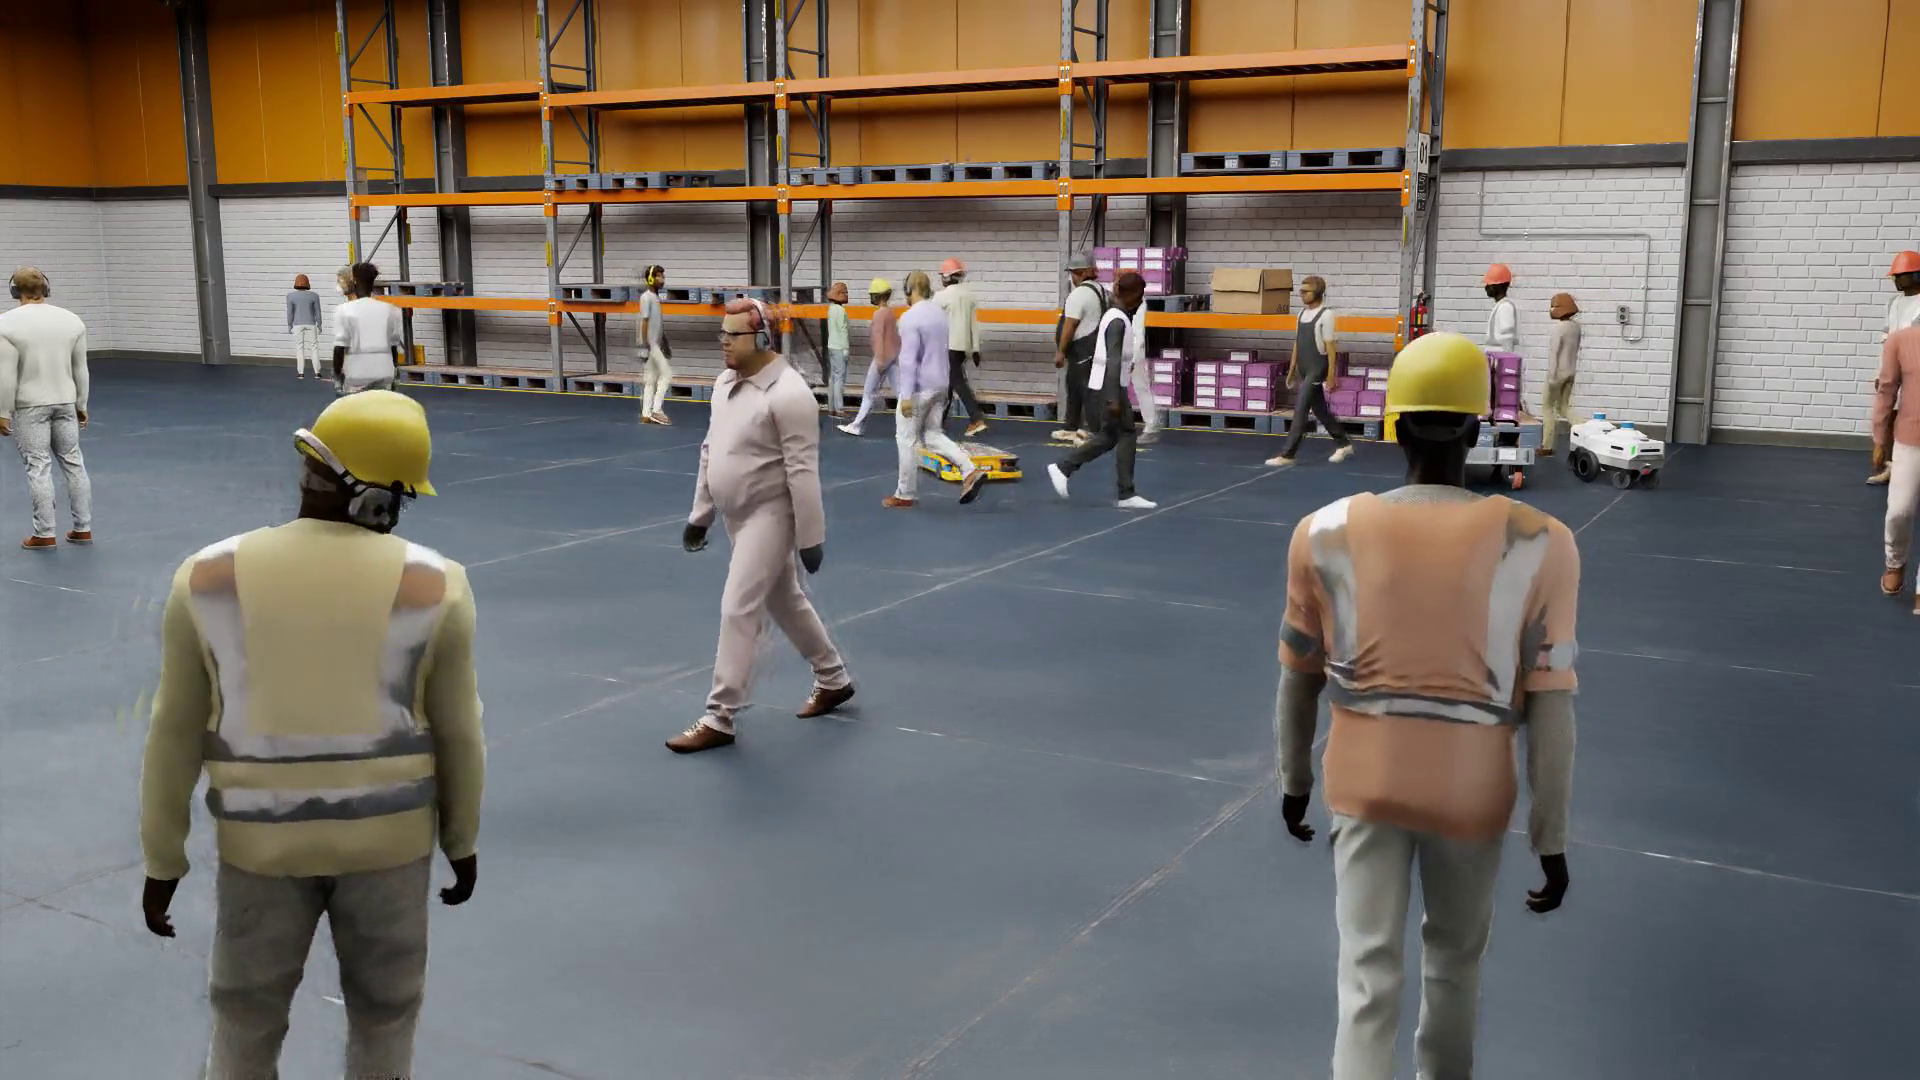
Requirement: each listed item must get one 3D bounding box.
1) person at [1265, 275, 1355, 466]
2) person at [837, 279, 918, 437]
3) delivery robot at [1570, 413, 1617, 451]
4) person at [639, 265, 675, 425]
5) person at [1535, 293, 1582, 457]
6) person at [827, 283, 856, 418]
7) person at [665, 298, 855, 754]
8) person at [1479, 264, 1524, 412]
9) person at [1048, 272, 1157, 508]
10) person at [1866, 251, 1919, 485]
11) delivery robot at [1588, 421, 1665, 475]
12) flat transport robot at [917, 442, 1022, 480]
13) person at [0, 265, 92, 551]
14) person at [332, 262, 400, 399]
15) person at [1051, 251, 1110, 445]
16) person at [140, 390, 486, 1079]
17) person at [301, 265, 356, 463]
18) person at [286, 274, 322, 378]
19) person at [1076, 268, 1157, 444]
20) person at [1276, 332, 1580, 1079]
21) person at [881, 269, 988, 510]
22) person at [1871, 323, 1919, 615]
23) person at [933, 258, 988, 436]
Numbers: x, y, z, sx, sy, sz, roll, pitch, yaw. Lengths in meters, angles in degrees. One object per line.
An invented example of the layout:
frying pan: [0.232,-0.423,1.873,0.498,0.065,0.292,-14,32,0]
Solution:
person: [3.372,-1.600,15.756,0.965,1.809,0.526,-3,11,-18]
person: [-0.860,-1.955,17.971,0.922,1.711,0.549,4,11,21]
delivery robot: [5.798,-0.914,15.110,0.477,0.478,0.707,1,10,6]
person: [-3.488,-2.258,19.339,0.571,1.852,0.512,0,10,-1]
person: [5.907,-1.599,16.247,0.512,1.615,0.551,-8,13,-37]
person: [-1.449,-2.284,20.079,0.281,1.633,0.500,-4,11,-23]
person: [-0.822,-0.088,7.027,0.978,1.865,0.645,-6,12,-32]
person: [5.086,-1.688,15.970,0.941,1.887,0.573,4,11,21]
person: [1.137,-1.183,13.178,0.800,1.871,0.657,1,10,5]
person: [8.076,-1.445,14.229,0.408,2.028,0.620,-2,10,-10]
delivery robot: [5.760,-0.785,14.382,0.477,0.478,0.707,-2,10,-12]
flat transport robot: [0.014,-0.731,15.143,0.652,0.197,1.431,-3,11,-18]
person: [-6.251,-0.894,11.351,0.362,1.936,0.631,7,12,33]
person: [-5.077,-1.415,14.301,0.609,1.936,0.486,-10,14,-43]
person: [1.182,-2.007,17.357,0.811,2.000,0.706,5,11,25]
person: [-1.313,0.599,3.337,0.717,1.785,0.450,-2,10,-13]
person: [-5.520,-1.553,15.211,0.993,1.887,0.640,-3,11,-18]
person: [-10.293,-3.352,26.126,0.507,1.632,0.268,-4,11,-22]
person: [1.692,-1.895,17.296,0.978,1.831,0.592,-6,12,-32]
person: [0.968,0.513,3.530,0.609,1.882,0.970,3,11,19]
person: [-0.195,-1.167,13.017,0.792,1.899,0.673,5,11,25]
person: [5.503,-0.568,9.399,0.616,1.979,0.482,5,11,26]
person: [-0.033,-2.122,18.313,1.039,1.951,0.604,8,13,37]
